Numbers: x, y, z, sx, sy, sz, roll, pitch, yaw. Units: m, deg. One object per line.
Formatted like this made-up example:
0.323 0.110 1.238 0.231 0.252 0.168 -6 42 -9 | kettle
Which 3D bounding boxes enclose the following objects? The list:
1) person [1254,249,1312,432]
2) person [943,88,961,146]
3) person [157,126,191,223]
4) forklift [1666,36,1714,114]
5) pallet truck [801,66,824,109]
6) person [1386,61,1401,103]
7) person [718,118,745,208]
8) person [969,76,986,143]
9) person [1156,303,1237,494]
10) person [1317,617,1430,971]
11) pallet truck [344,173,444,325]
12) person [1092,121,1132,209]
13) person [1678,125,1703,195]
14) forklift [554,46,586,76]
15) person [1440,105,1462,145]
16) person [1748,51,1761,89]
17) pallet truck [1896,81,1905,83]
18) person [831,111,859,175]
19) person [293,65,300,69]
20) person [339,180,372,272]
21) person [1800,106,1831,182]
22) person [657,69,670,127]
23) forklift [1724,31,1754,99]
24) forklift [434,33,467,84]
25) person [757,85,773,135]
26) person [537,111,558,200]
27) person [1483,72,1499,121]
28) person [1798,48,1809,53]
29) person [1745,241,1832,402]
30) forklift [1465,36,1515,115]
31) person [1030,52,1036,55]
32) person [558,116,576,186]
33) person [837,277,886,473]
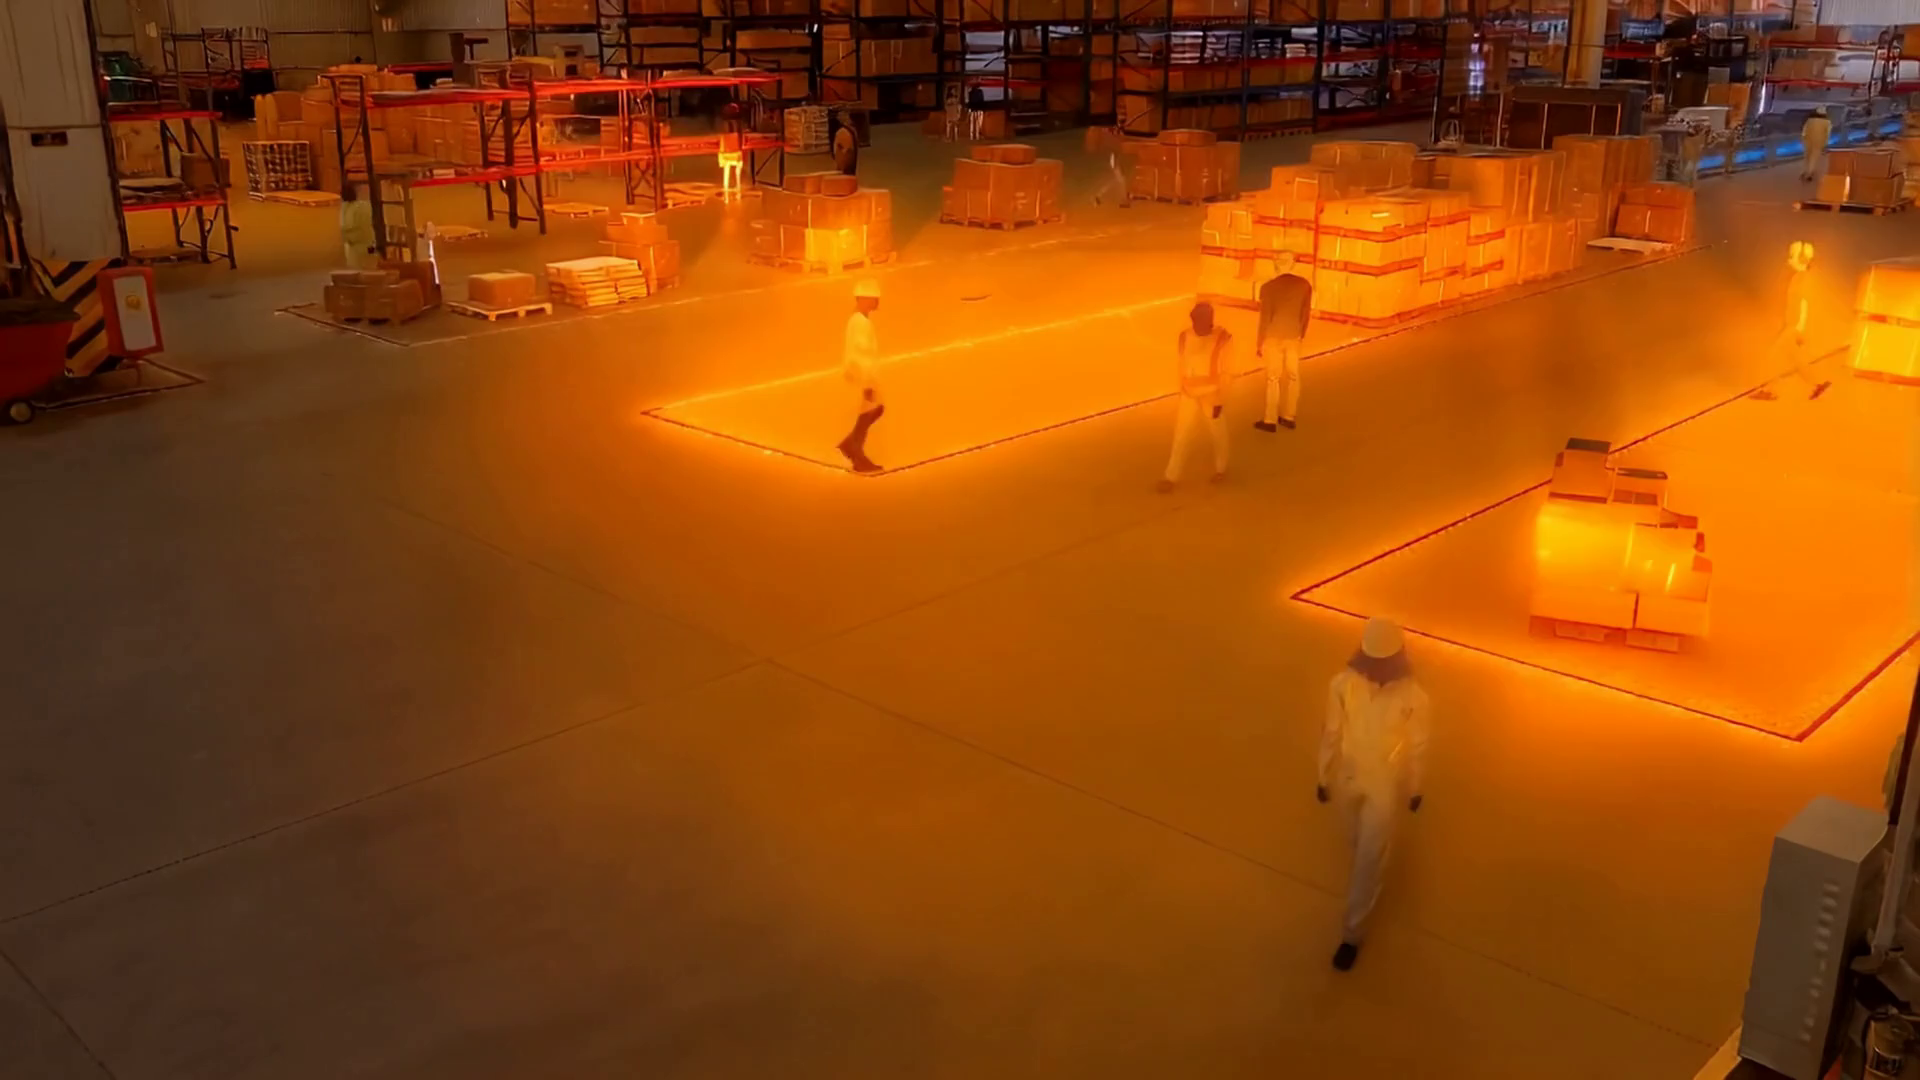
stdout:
3.397 -2.109 17.605 0.627 1.941 0.371 -8 20 -23 | person
-0.234 -12.673 49.809 0.535 1.699 0.322 3 19 8 | person
-15.732 -7.331 33.374 0.619 1.911 0.425 -17 25 -41 | person
27.341 -17.291 61.877 1.129 2.768 1.873 17 25 41 | forklift
-4.812 -15.182 56.903 0.823 1.965 1.885 -9 21 -26 | pallet truck
16.418 -17.232 63.255 0.648 1.872 0.890 4 19 11 | person
-4.891 -8.069 35.652 0.573 1.883 0.355 -5 19 -15 | person
0.550 -13.137 50.744 0.396 1.992 0.622 -15 24 -39 | person
2.233 -1.307 15.435 0.626 1.781 0.981 13 22 34 | person
2.013 1.155 8.147 0.493 1.701 0.911 11 21 29 | person
-8.209 -4.181 23.757 0.823 1.965 1.885 3 19 9 | pallet truck
3.267 -8.010 35.536 0.794 1.849 0.529 3 19 9 | person
16.459 -8.536 37.521 0.501 1.586 0.859 16 24 40 | person
-12.071 -13.979 51.899 1.873 2.768 1.129 17 25 41 | forklift
11.459 -9.159 38.857 0.377 1.932 0.548 -9 20 -25 | person
36.990 -21.895 77.498 0.360 1.751 0.558 -17 25 -42 | person
34.802 -16.331 61.455 0.653 1.274 1.630 17 25 41 | pallet truck
-2.505 -8.200 35.800 0.539 2.000 0.689 9 20 26 | person
-23.687 -16.055 59.678 0.848 1.899 0.568 -9 21 -26 | person
-8.979 -4.438 24.798 0.643 1.827 0.503 14 23 35 | person
20.864 -9.647 40.529 0.729 1.808 0.609 -17 25 -42 | person
-10.094 -15.030 56.586 0.589 1.912 0.391 14 23 36 | person
32.673 -20.012 70.076 1.129 2.768 1.873 17 25 41 | forklift
-19.731 -18.530 65.609 1.873 2.768 1.129 1 18 4 | forklift
-6.236 -13.621 52.801 0.709 1.604 0.539 0 18 0 | person
-9.210 -8.549 37.010 0.627 1.940 0.375 9 20 24 | person
18.824 -15.714 58.974 0.540 1.695 0.317 -1 18 -4 | person
41.824 -23.629 82.438 0.609 1.941 0.710 4 19 12 | person
9.485 -2.452 18.789 0.801 1.841 0.531 6 19 18 | person
19.973 -17.201 61.605 1.873 2.768 1.129 16 24 40 | forklift
3.542 -23.038 80.741 0.447 1.897 0.658 12 22 31 | person
-9.444 -9.332 39.865 0.554 1.629 0.442 17 25 41 | person
-0.911 -1.573 16.015 0.415 1.921 0.557 1 18 3 | person
